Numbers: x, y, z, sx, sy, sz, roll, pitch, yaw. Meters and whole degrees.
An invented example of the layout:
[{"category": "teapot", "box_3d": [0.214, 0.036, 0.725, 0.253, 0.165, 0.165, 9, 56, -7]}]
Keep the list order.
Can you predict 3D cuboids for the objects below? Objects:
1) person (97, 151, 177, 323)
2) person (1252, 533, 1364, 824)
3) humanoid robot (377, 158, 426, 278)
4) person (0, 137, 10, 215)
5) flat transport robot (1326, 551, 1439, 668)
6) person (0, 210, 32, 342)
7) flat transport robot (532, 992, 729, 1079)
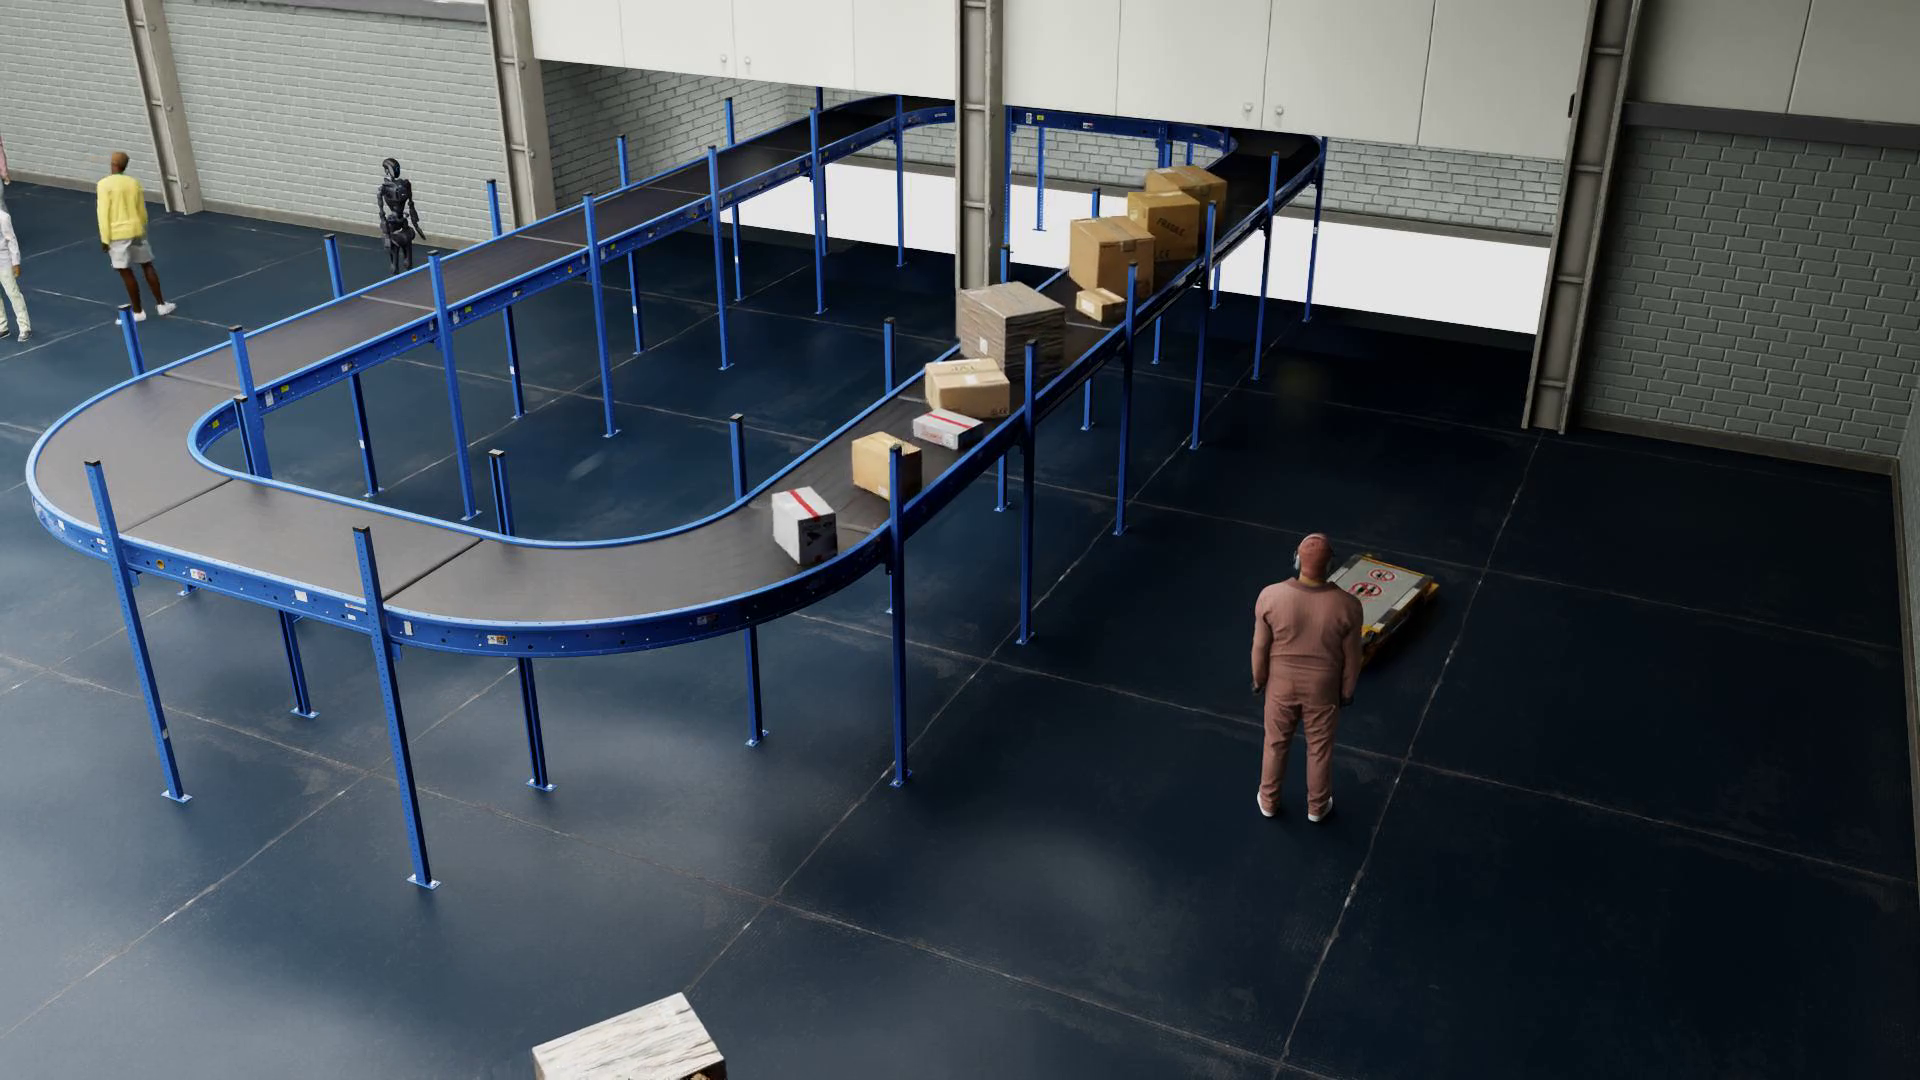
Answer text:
[{"category": "person", "box_3d": [-9.210, -3.347, 18.437, 0.341, 1.867, 0.704, 14, 29, 25]}, {"category": "person", "box_3d": [2.060, 0.839, 9.951, 0.638, 1.903, 0.413, 7, 27, 13]}, {"category": "humanoid robot", "box_3d": [-6.400, -3.539, 19.008, 0.315, 1.657, 0.599, 12, 29, 23]}, {"category": "person", "box_3d": [-12.256, -4.583, 20.835, 0.627, 1.940, 0.372, -12, 29, -23]}, {"category": "flat transport robot", "box_3d": [3.012, 0.501, 12.466, 0.659, 0.231, 1.431, 18, 32, 32]}, {"category": "person", "box_3d": [-10.354, -2.974, 17.798, 0.571, 1.748, 0.340, 1, 26, 2]}, {"category": "flat transport robot", "box_3d": [-1.244, 3.056, 7.318, 1.431, 0.231, 0.659, -21, 34, -36]}]
